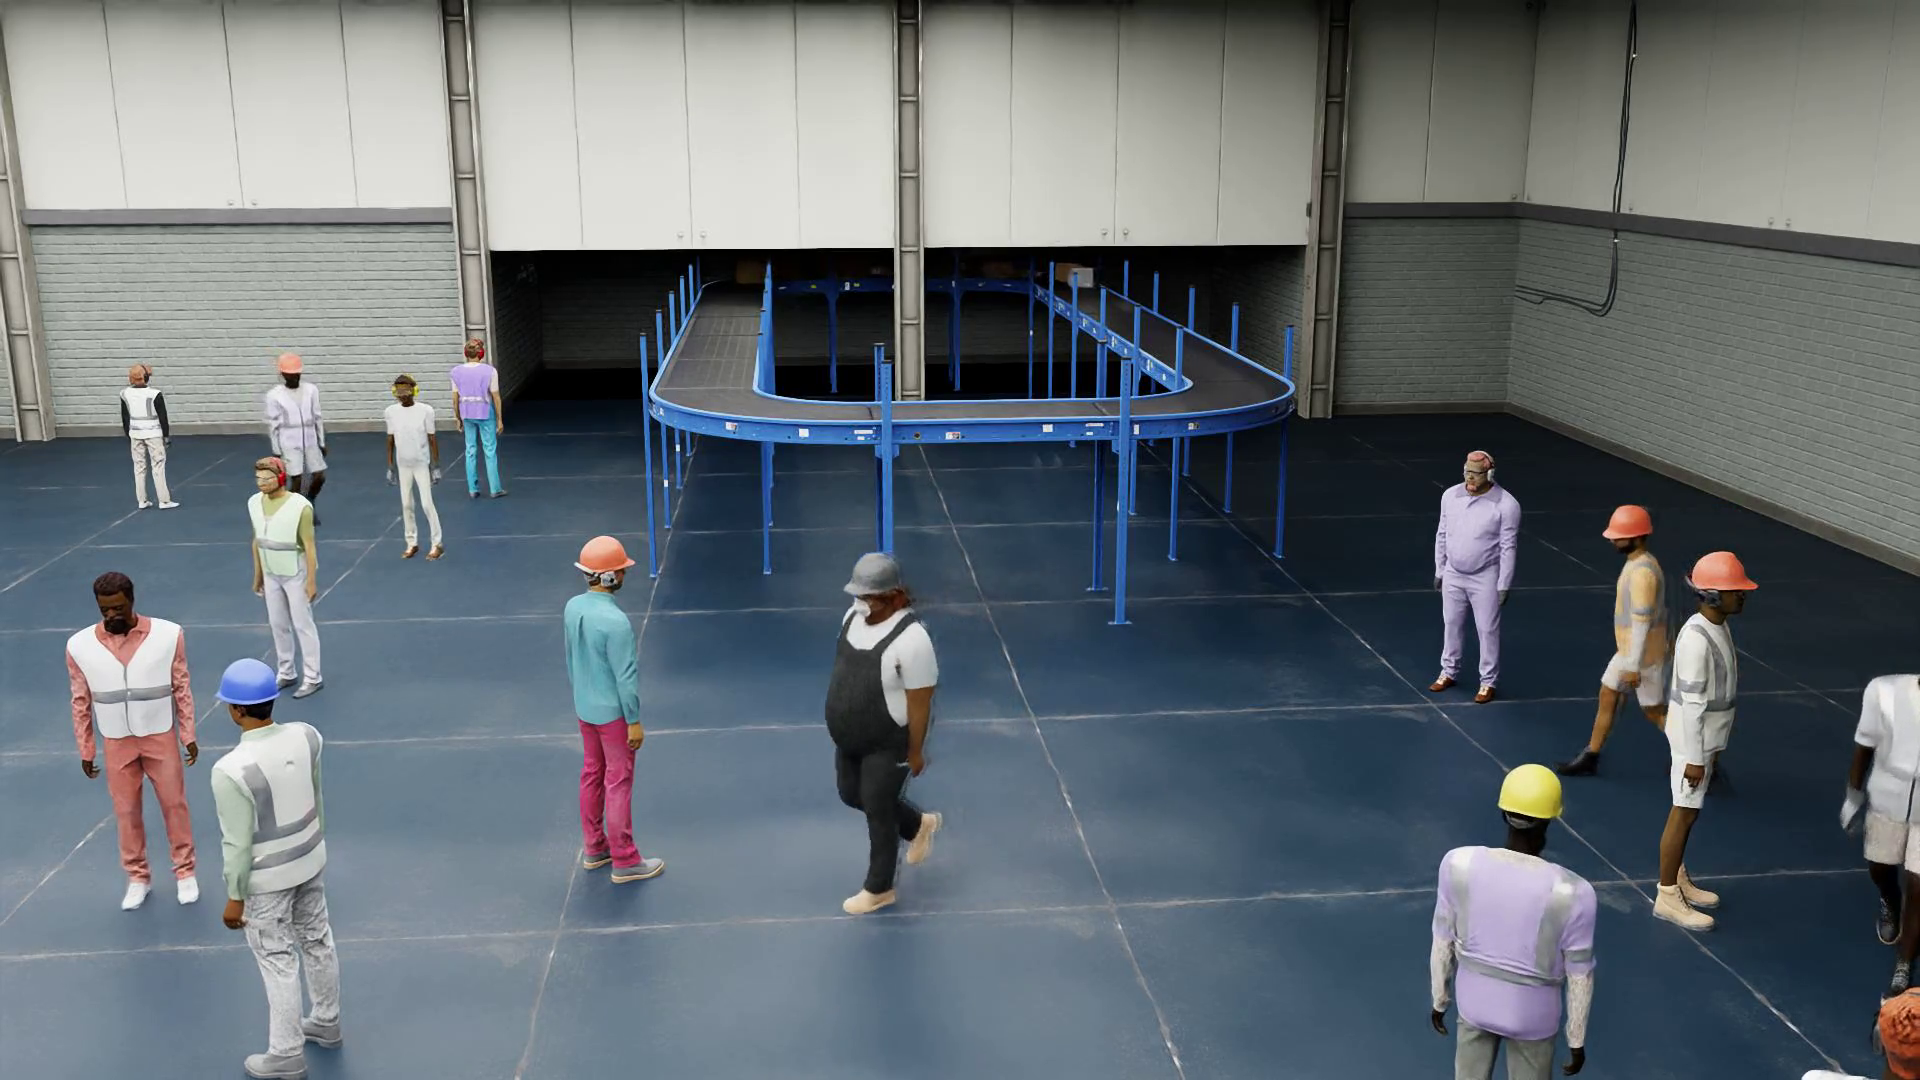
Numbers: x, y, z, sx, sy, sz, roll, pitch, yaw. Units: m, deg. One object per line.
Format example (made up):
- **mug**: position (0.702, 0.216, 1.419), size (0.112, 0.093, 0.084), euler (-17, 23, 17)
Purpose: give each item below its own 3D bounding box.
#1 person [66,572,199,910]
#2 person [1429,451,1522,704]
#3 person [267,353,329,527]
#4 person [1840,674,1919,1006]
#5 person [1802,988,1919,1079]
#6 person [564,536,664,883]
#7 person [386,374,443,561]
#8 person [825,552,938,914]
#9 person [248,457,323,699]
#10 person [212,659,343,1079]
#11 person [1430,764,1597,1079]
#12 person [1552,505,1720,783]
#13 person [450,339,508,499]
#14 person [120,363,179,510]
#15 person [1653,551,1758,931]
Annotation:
- **person**: position (-4.506, 1.082, 9.105), size (0.601, 1.907, 0.411), euler (-5, 15, -20)
- **person**: position (3.813, 0.266, 12.394), size (0.394, 1.899, 0.642), euler (-13, 19, -43)
- **person**: position (-6.915, -1.006, 17.417), size (0.574, 1.919, 0.403), euler (-13, 19, -42)
- **person**: position (4.767, 1.276, 8.272), size (0.609, 1.938, 0.867), euler (11, 18, 37)
- **person**: position (2.654, 2.169, 4.799), size (0.350, 1.881, 0.575), euler (-11, 18, -38)
- **person**: position (-1.989, 0.953, 9.433), size (0.378, 1.995, 0.609), euler (-13, 19, -42)
- **person**: position (-5.410, -0.717, 16.406), size (0.528, 1.862, 0.358), euler (1, 14, 6)
- **person**: position (-0.407, 1.009, 9.116), size (0.696, 2.000, 0.695), euler (-11, 17, -36)
- **person**: position (-5.047, 0.266, 12.503), size (0.572, 1.839, 0.387), euler (6, 15, 22)
- **person**: position (-3.076, 1.469, 7.462), size (0.401, 1.949, 0.605), euler (5, 15, 19)
- **person**: position (2.087, 1.769, 6.314), size (0.594, 1.922, 0.386), euler (9, 17, 33)
- **person**: position (4.444, 0.696, 10.708), size (0.971, 1.888, 0.594), euler (4, 14, 14)
- **person**: position (-5.524, -1.381, 19.073), size (0.563, 1.847, 0.389), euler (2, 14, 6)
- **person**: position (-9.062, -1.145, 18.549), size (0.523, 1.639, 0.306), euler (2, 14, 6)
- **person**: position (3.978, 1.058, 8.910), size (0.365, 2.048, 0.608), euler (8, 16, 29)
